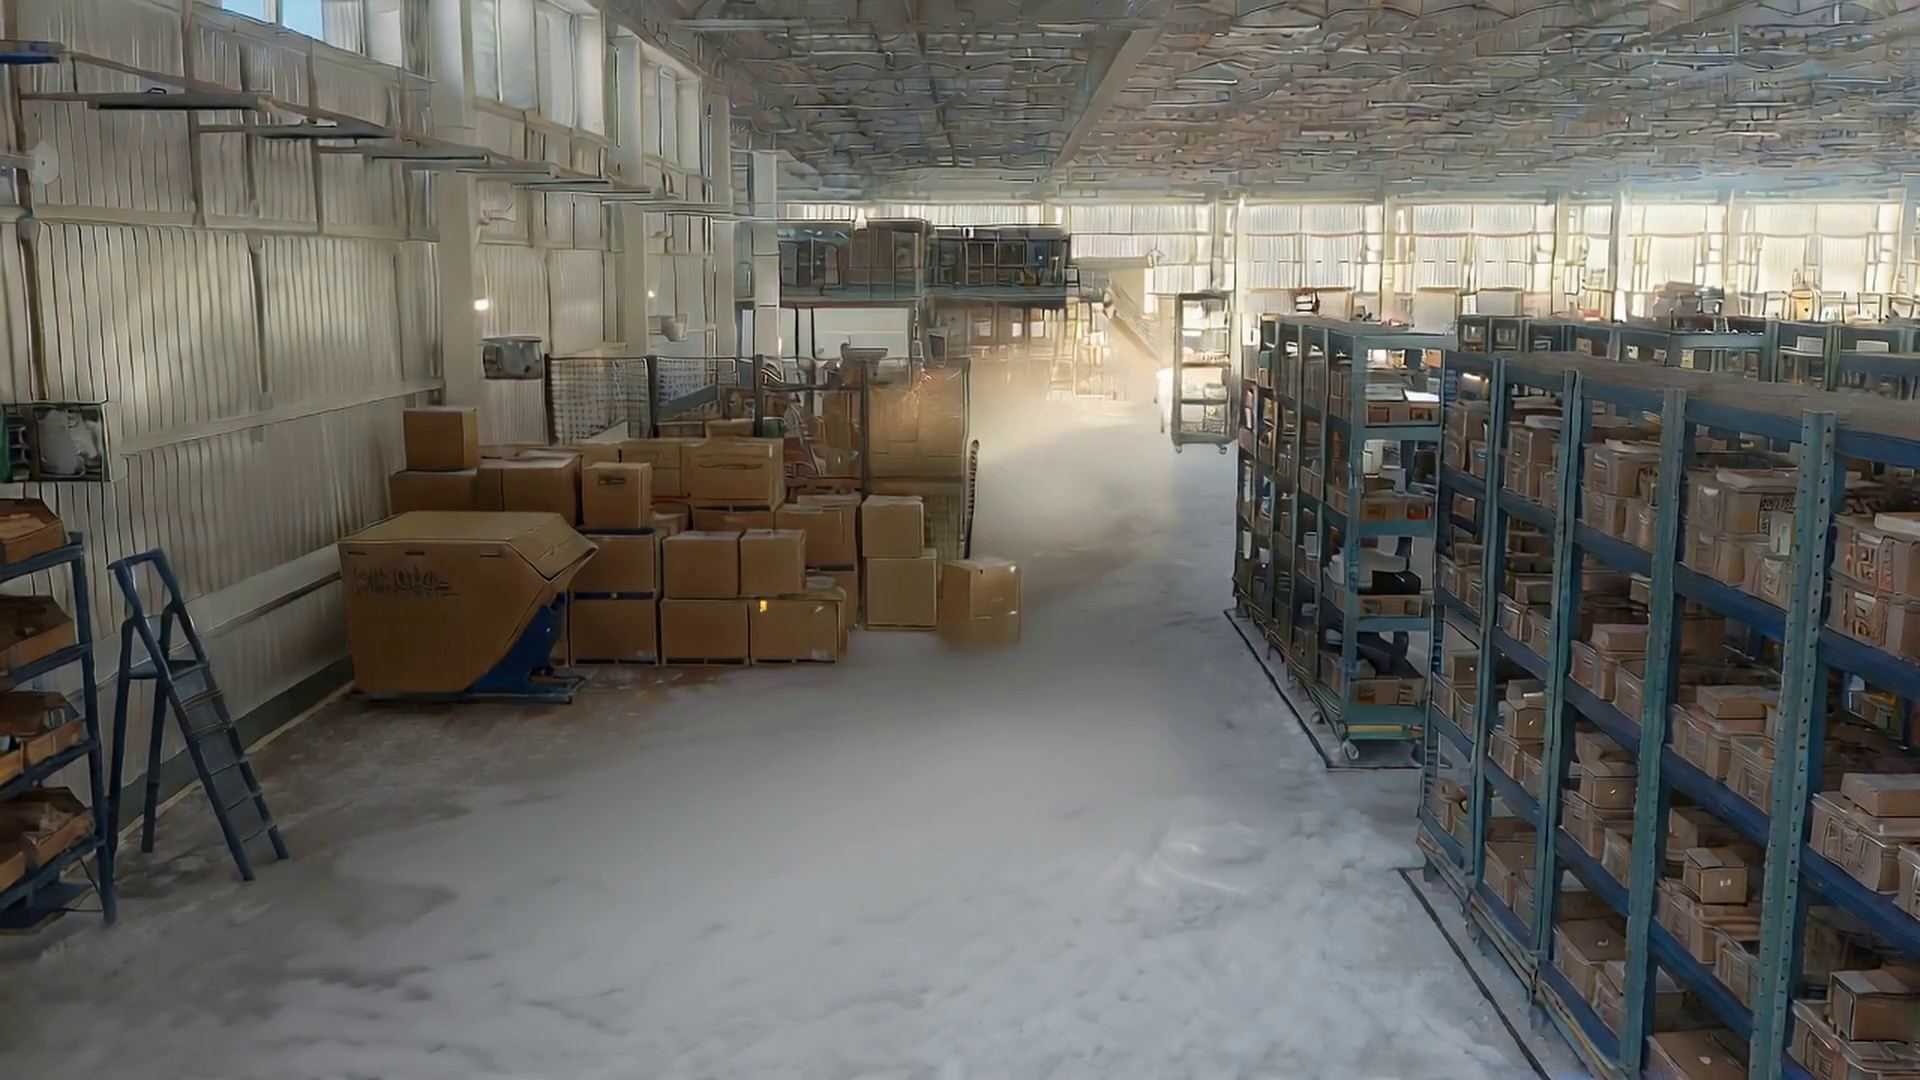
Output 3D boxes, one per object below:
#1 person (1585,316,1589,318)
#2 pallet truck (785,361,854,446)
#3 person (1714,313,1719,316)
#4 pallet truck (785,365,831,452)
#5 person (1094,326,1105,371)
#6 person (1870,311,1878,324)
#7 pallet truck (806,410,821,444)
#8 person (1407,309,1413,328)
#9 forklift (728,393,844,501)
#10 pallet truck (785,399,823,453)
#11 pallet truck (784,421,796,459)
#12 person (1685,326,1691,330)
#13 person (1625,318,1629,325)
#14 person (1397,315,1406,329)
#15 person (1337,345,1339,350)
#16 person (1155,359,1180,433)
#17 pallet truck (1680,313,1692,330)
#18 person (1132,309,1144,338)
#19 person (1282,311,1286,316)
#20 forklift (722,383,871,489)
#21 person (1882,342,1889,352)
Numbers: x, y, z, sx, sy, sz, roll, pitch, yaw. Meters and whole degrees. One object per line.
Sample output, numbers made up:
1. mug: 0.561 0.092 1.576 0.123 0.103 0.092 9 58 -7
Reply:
1. person: 31.069 -10.185 82.481 0.338 1.877 0.588 -1 9 -8
2. pallet truck: -3.410 -3.193 38.978 1.885 1.965 0.823 0 9 -1
3. person: 39.199 -10.818 86.398 0.436 1.883 0.690 -5 10 -28
4. pallet truck: -3.774 -2.976 37.635 1.885 1.965 0.823 1 9 5
5. person: 5.724 -7.793 67.820 0.345 1.847 0.504 -4 10 -22
6. person: 49.681 -11.484 90.397 0.822 1.911 0.554 -5 10 -28
7. pallet truck: -3.559 -2.018 33.905 1.522 1.261 0.704 0 9 -1
8. person: 25.590 -12.173 94.618 0.394 1.920 0.584 5 11 29
9. forklift: -2.979 -1.316 26.476 2.680 1.987 1.157 0 9 1
10. pallet truck: -3.814 -2.432 36.419 1.630 1.274 0.653 0 9 1
11. pallet truck: -4.013 -1.793 32.705 1.601 1.201 0.680 0 9 1
12. person: 30.263 -8.041 69.123 0.596 1.916 0.374 -7 12 -38
13. person: 32.222 -9.871 80.674 0.835 1.842 0.521 0 9 -1
14. person: 23.061 -10.926 87.293 0.941 1.791 0.657 1 9 8
15. person: 14.366 -7.158 63.934 0.984 1.849 0.646 1 9 7
16. person: 5.263 -3.658 42.206 0.640 1.882 0.831 1 9 9
17. pallet truck: 36.315 -10.531 84.244 0.823 1.965 1.885 -6 11 -33
18. person: 9.990 -12.052 93.903 0.645 1.904 0.938 8 12 42
19. person: 18.552 -12.148 94.825 0.933 1.795 0.647 7 12 37
20. forklift: -2.893 -1.687 28.729 2.680 1.987 1.157 0 9 -1
21. person: 32.716 -6.373 58.854 0.746 1.919 0.548 3 10 18
